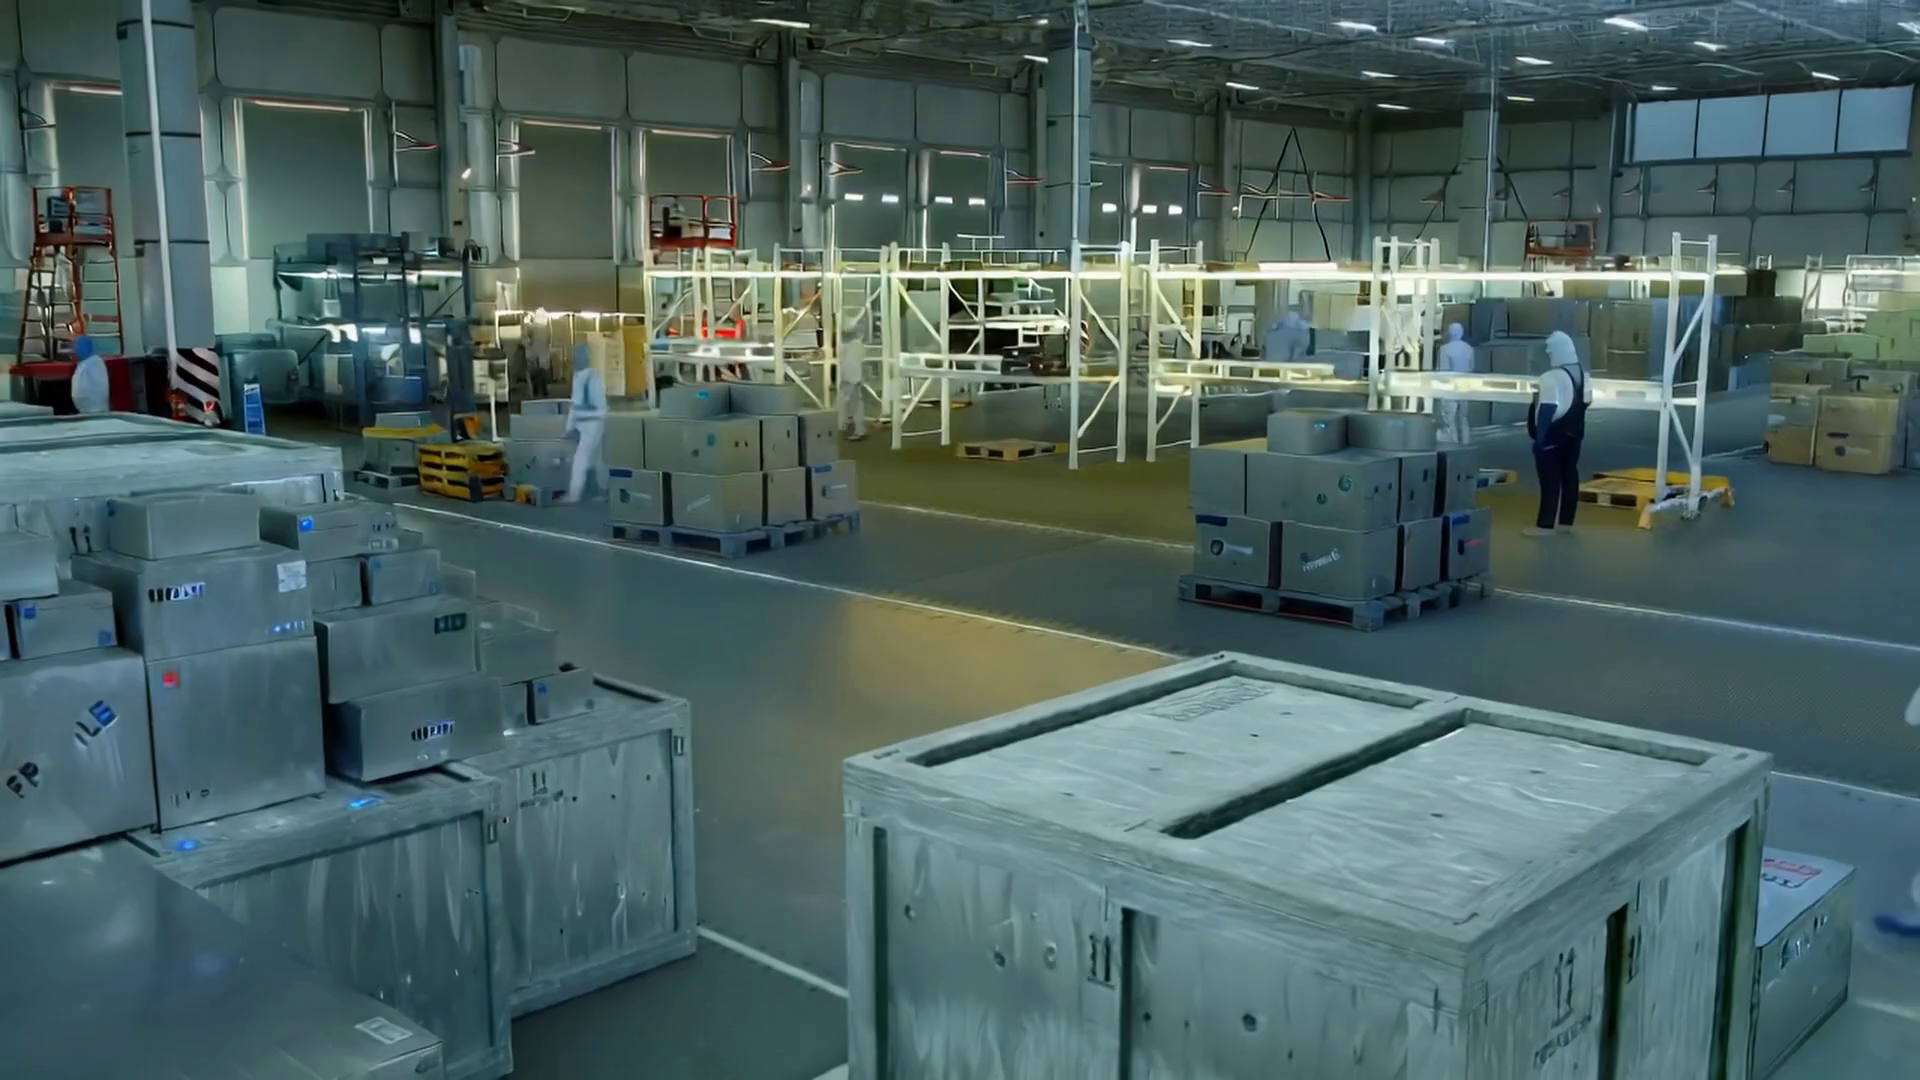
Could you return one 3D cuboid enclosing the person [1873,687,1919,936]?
[{"bbox_3d":[4.048,0.654,6.615,0.900,1.868,0.604,2,9,11],"label":"person"}]

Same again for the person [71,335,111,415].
[{"bbox_3d":[-10.893,-1.644,20.840,0.451,1.829,0.657,-8,12,-42],"label":"person"}]

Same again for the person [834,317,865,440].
[{"bbox_3d":[-1.740,-2.480,25.704,0.652,1.904,0.606,-7,11,-36],"label":"person"}]

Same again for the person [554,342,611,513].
[{"bbox_3d":[-4.169,-1.217,18.130,0.863,1.855,0.594,-7,12,-37],"label":"person"}]

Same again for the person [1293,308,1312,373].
[{"bbox_3d":[8.714,-5.092,42.511,0.858,1.668,0.532,-4,10,-23],"label":"person"}]

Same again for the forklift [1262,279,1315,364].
[{"bbox_3d":[8.555,-6.090,44.881,1.873,2.768,1.129,9,13,43],"label":"forklift"}]

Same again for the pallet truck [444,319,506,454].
[{"bbox_3d":[-6.981,-1.942,22.150,1.885,1.965,0.823,1,9,9],"label":"pallet truck"}]

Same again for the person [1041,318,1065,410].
[{"bbox_3d":[1.762,-3.314,31.370,0.486,1.738,0.322,-3,10,-16],"label":"person"}]

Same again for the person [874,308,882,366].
[{"bbox_3d":[-2.135,-5.382,44.375,0.323,1.631,0.523,0,9,-1],"label":"person"}]

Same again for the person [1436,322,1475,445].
[{"bbox_3d":[6.864,-2.053,23.067,0.623,1.932,0.381,-6,11,-34],"label":"person"}]

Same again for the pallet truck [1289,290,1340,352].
[{"bbox_3d":[11.297,-6.951,52.861,1.885,1.965,0.823,-5,11,-29],"label":"pallet truck"}]

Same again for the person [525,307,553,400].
[{"bbox_3d":[-8.435,-3.709,33.295,0.562,1.905,0.867,-3,10,-20],"label":"person"}]

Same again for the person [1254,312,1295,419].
[{"bbox_3d":[5.491,-3.046,29.228,0.661,1.888,0.973,7,11,36],"label":"person"}]

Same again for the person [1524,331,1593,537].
[{"bbox_3d":[5.916,-1.055,16.582,0.684,2.000,0.538,-6,11,-34],"label":"person"}]
